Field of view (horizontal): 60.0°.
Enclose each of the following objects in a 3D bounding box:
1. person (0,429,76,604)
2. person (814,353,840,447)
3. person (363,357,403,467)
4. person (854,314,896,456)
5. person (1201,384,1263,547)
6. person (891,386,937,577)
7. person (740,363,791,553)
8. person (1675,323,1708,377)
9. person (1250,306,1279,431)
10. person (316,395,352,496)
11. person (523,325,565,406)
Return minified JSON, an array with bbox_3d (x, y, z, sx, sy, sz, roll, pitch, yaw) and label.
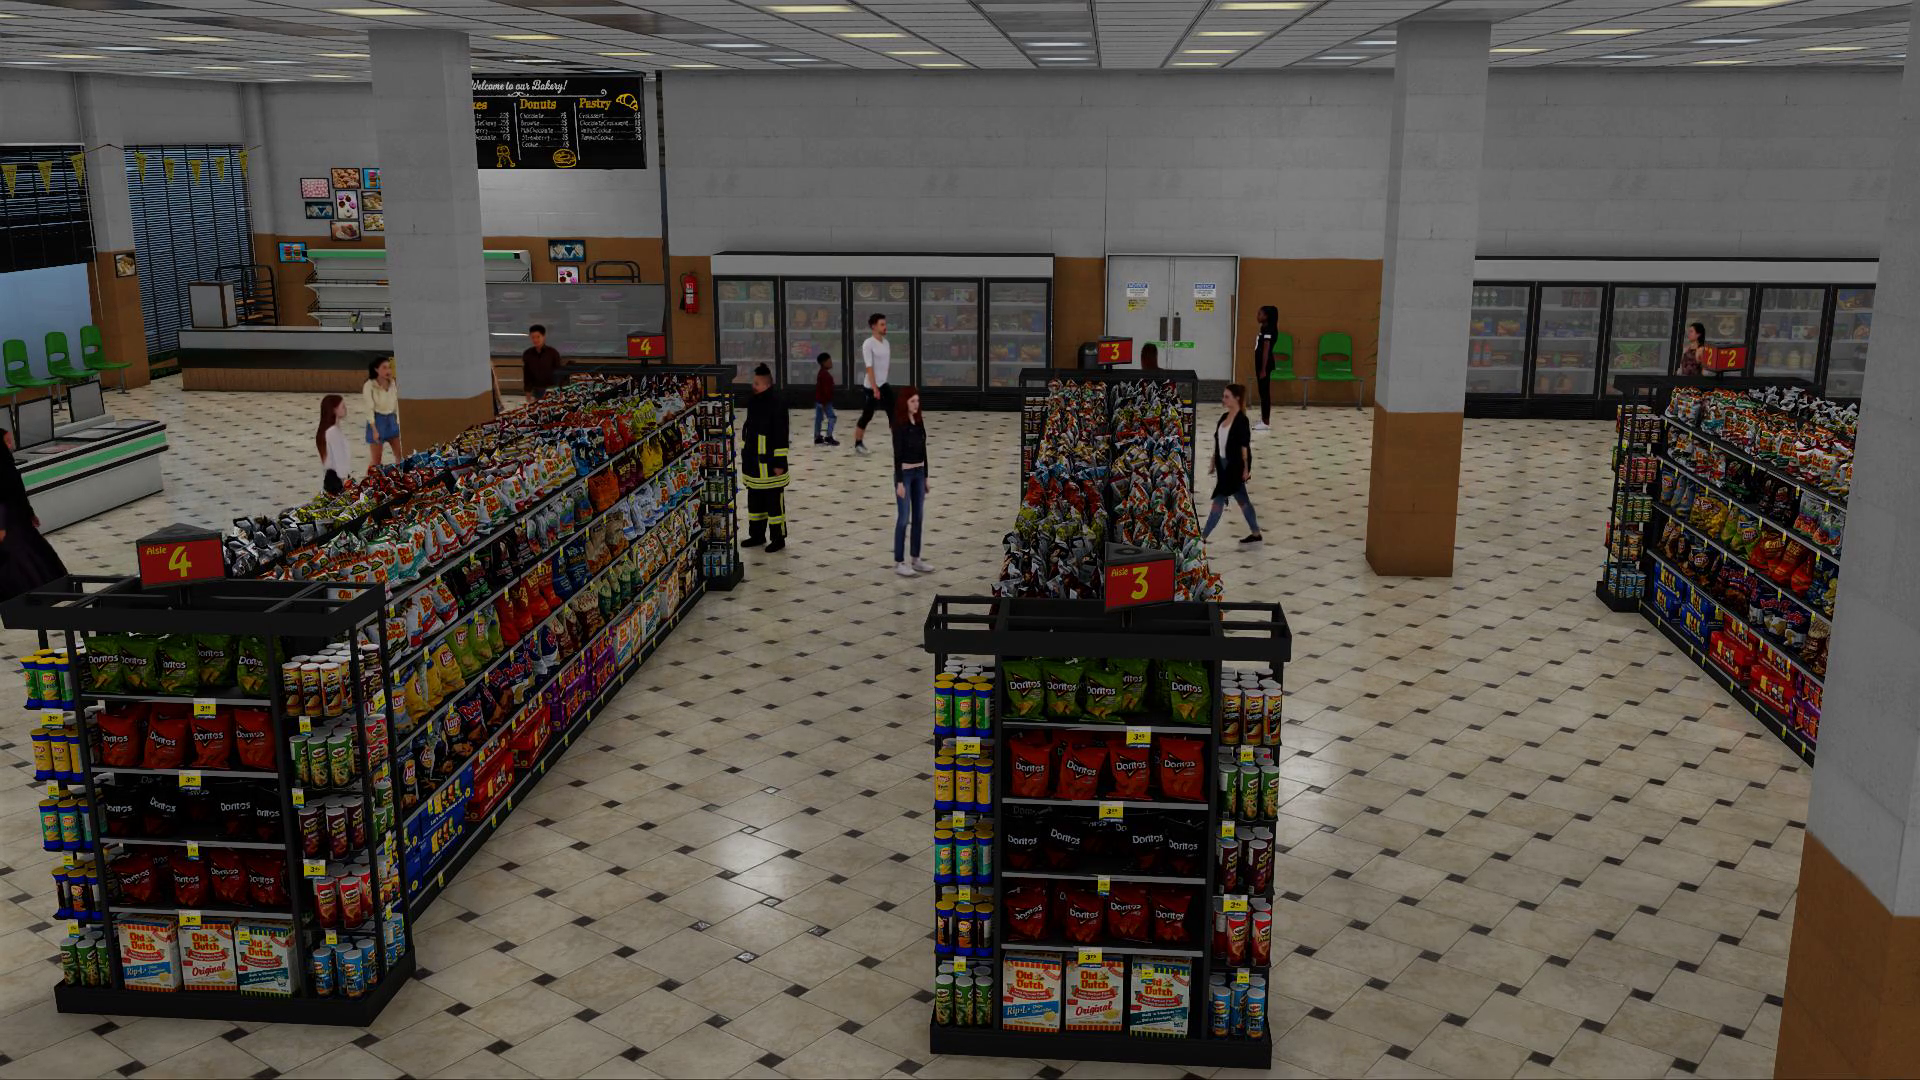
[{"bbox_3d":[-8.266,-0.165,14.324,0.962,1.603,1.114,-4,14,-17],"label":"person"},{"bbox_3d":[-1.871,-1.849,22.033,0.657,1.242,0.568,-4,14,-17],"label":"person"},{"bbox_3d":[-6.620,-1.280,18.918,0.932,1.604,0.896,11,18,39],"label":"person"},{"bbox_3d":[-1.143,-1.949,21.243,1.152,1.808,1.231,10,17,36],"label":"person"},{"bbox_3d":[2.772,-0.686,16.407,0.985,1.634,1.135,-4,14,-17],"label":"person"},{"bbox_3d":[-0.478,-0.555,15.537,0.739,1.789,0.660,11,18,39],"label":"person"},{"bbox_3d":[-1.935,-0.833,16.518,0.878,1.867,0.910,12,18,40],"label":"person"},{"bbox_3d":[9.257,-1.830,20.882,0.818,1.748,0.832,-3,14,-11],"label":"person"},{"bbox_3d":[4.283,-2.429,23.388,0.662,1.731,0.496,1,14,2],"label":"person"},{"bbox_3d":[-5.769,-0.428,15.156,1.094,1.722,1.158,-7,15,-28],"label":"person"},{"bbox_3d":[-5.181,-1.835,20.938,0.667,1.730,0.972,0,14,-1],"label":"person"}]
